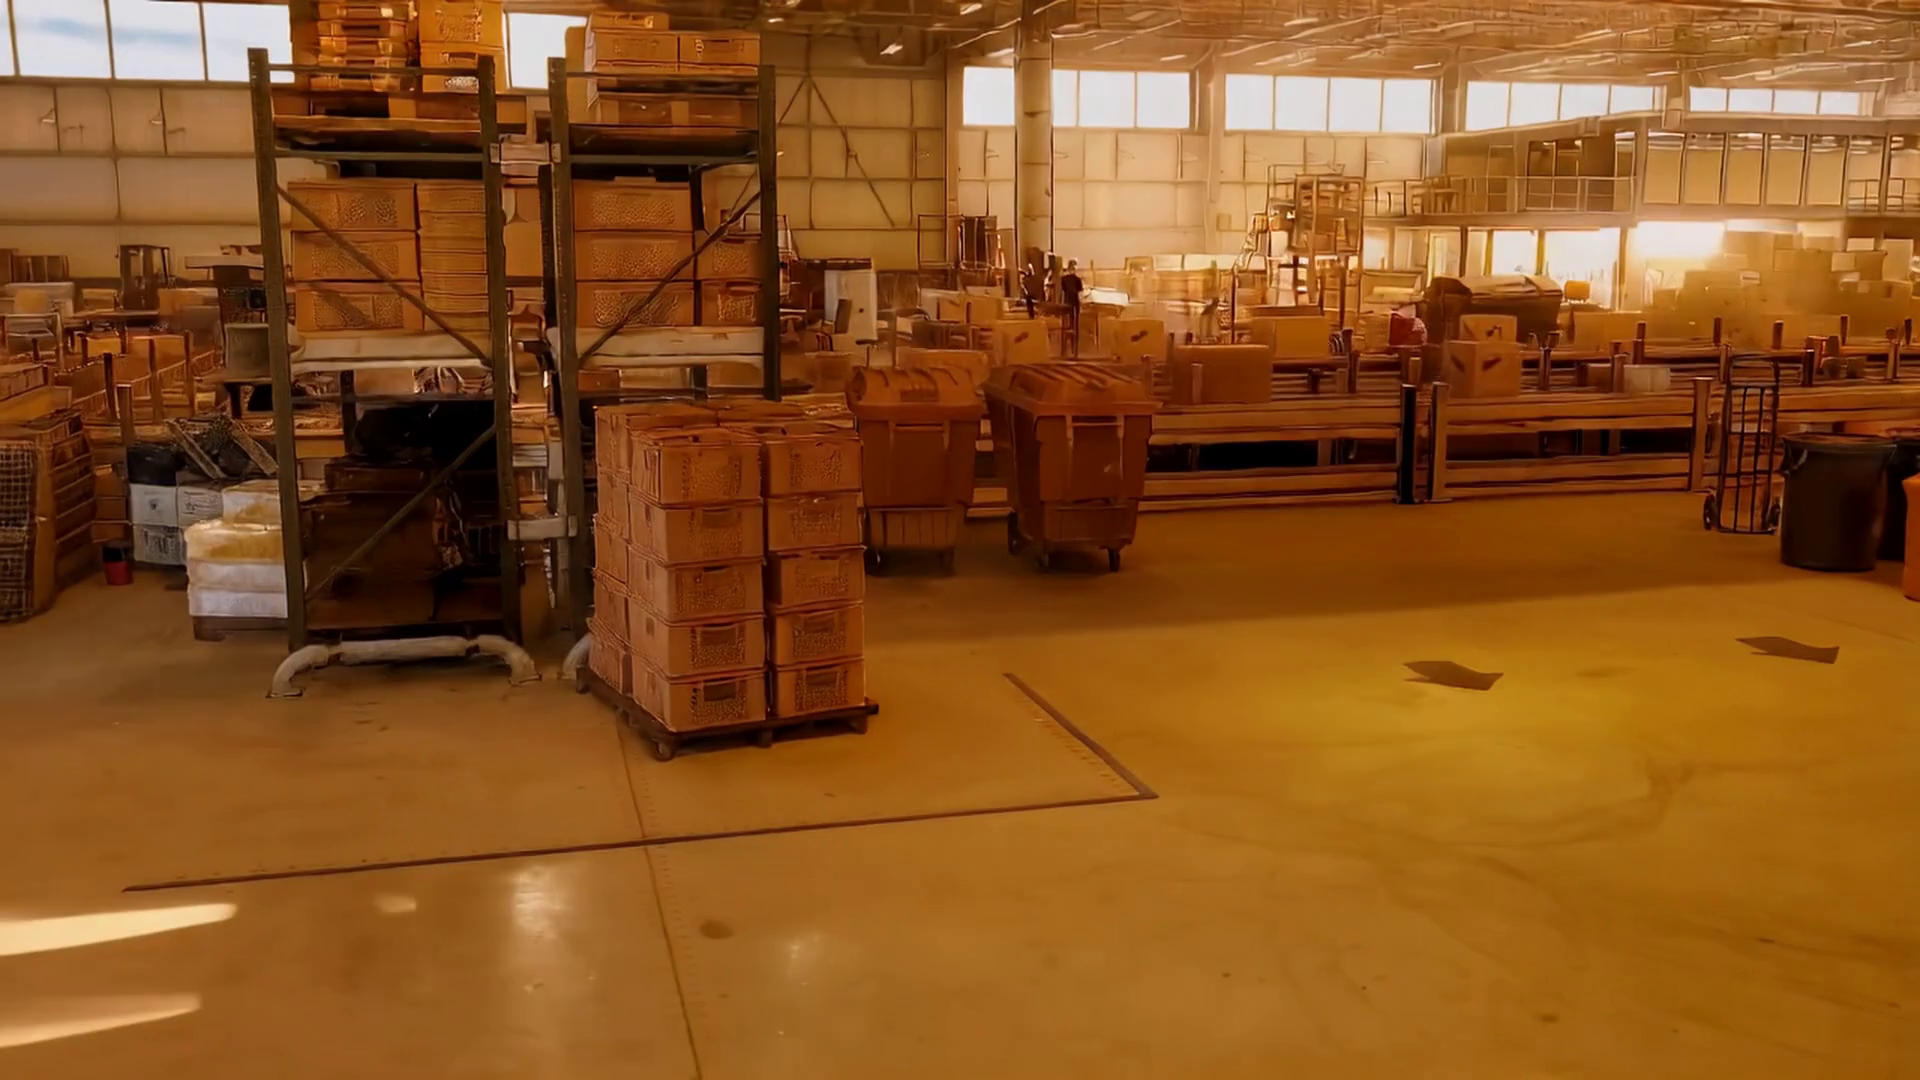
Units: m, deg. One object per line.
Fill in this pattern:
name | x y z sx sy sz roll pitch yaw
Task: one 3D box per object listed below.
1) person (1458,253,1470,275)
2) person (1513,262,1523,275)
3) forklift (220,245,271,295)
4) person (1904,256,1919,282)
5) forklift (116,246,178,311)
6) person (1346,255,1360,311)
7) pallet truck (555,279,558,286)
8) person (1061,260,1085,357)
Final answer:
person | 17.407 -8.980 57.497 0.382 1.928 0.587 7 12 35
person | 12.865 -5.534 38.456 0.552 1.750 0.365 0 10 -2
forklift | -17.749 -6.334 41.440 1.157 1.987 2.680 -3 10 -17
person | 23.574 -6.096 41.276 0.542 1.902 0.925 -6 11 -29
forklift | -19.966 -6.232 40.894 1.157 1.987 2.680 -3 10 -15
person | 12.852 -8.411 54.392 0.572 1.887 0.356 8 13 39
pallet truck | -10.604 -6.375 44.520 0.653 1.274 1.630 -3 10 -15
person | 2.162 -4.438 31.961 0.329 1.866 0.514 -9 14 -42
